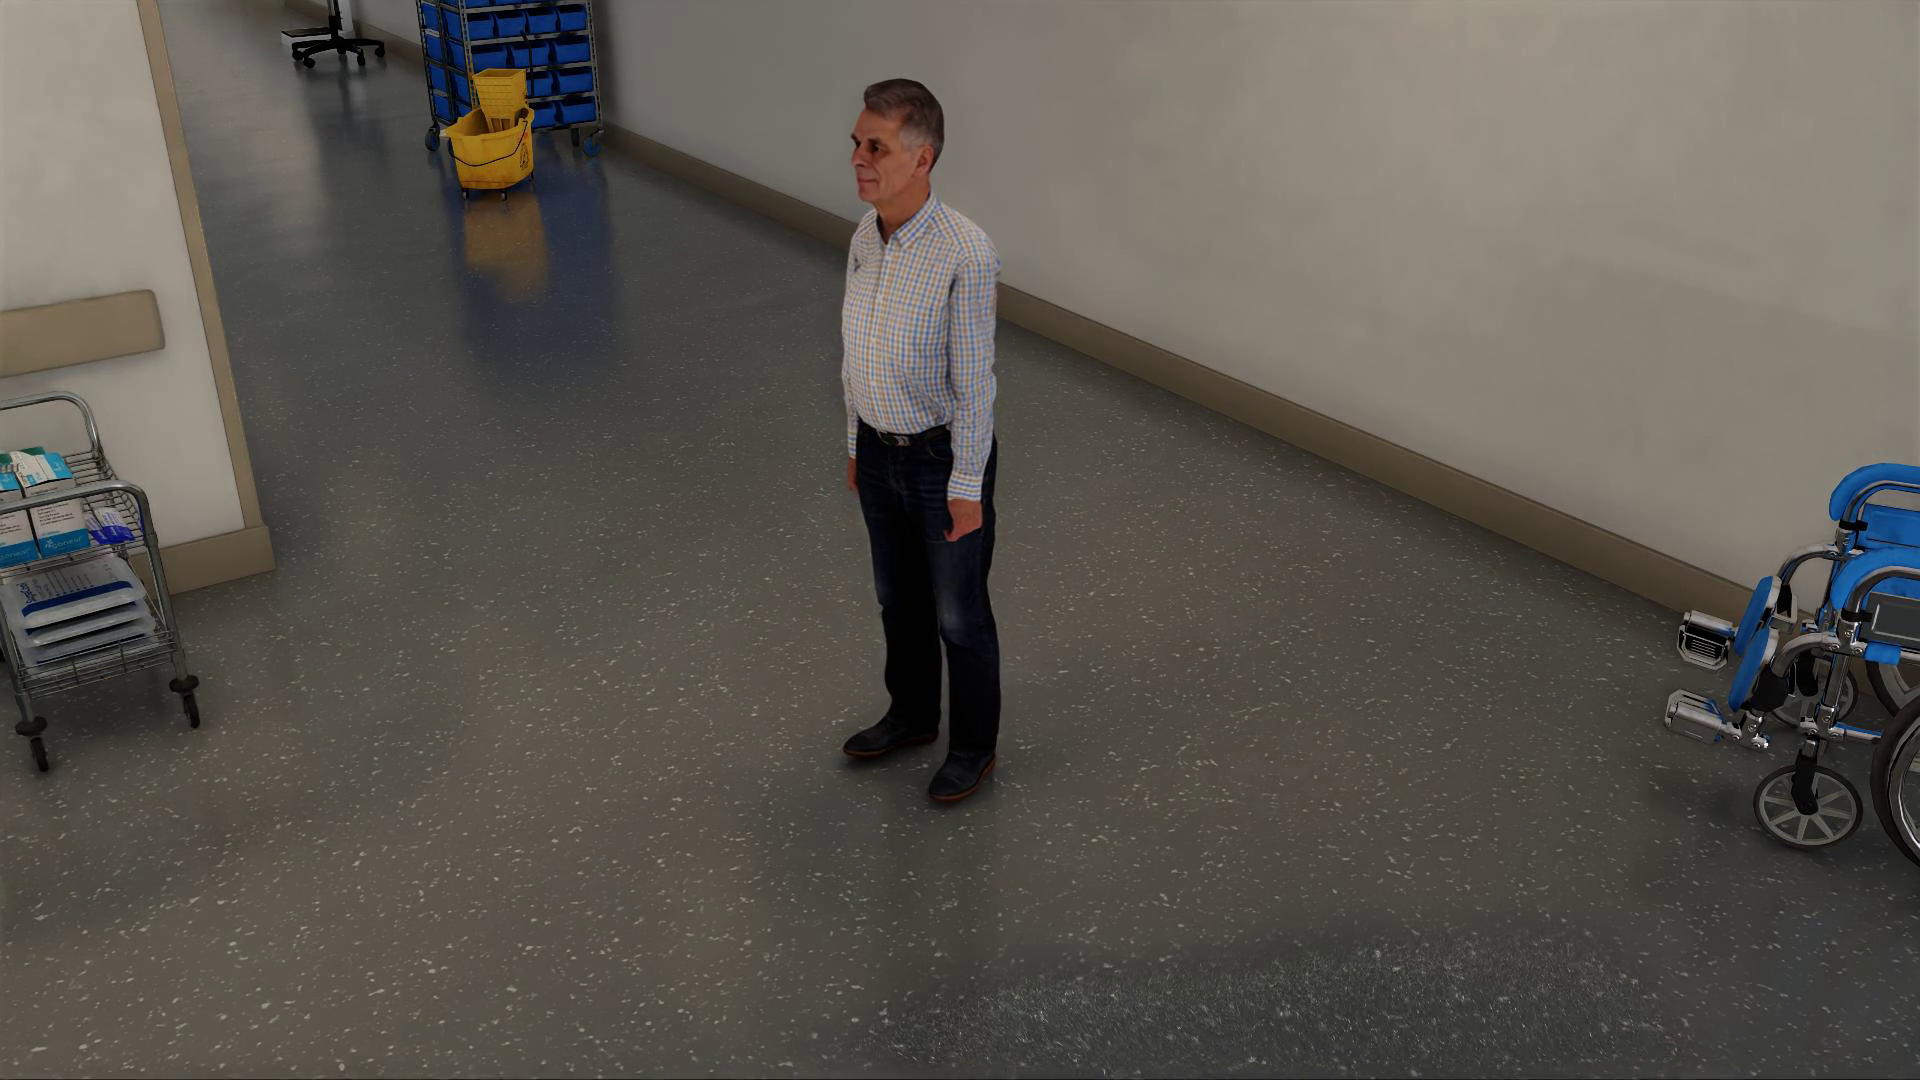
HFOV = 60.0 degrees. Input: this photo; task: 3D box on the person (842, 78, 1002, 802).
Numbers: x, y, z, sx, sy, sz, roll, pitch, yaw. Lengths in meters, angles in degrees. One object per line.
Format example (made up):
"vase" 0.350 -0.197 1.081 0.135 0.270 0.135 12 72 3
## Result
"person" -0.087 -0.216 4.093 0.685 1.817 0.619 23 34 39
